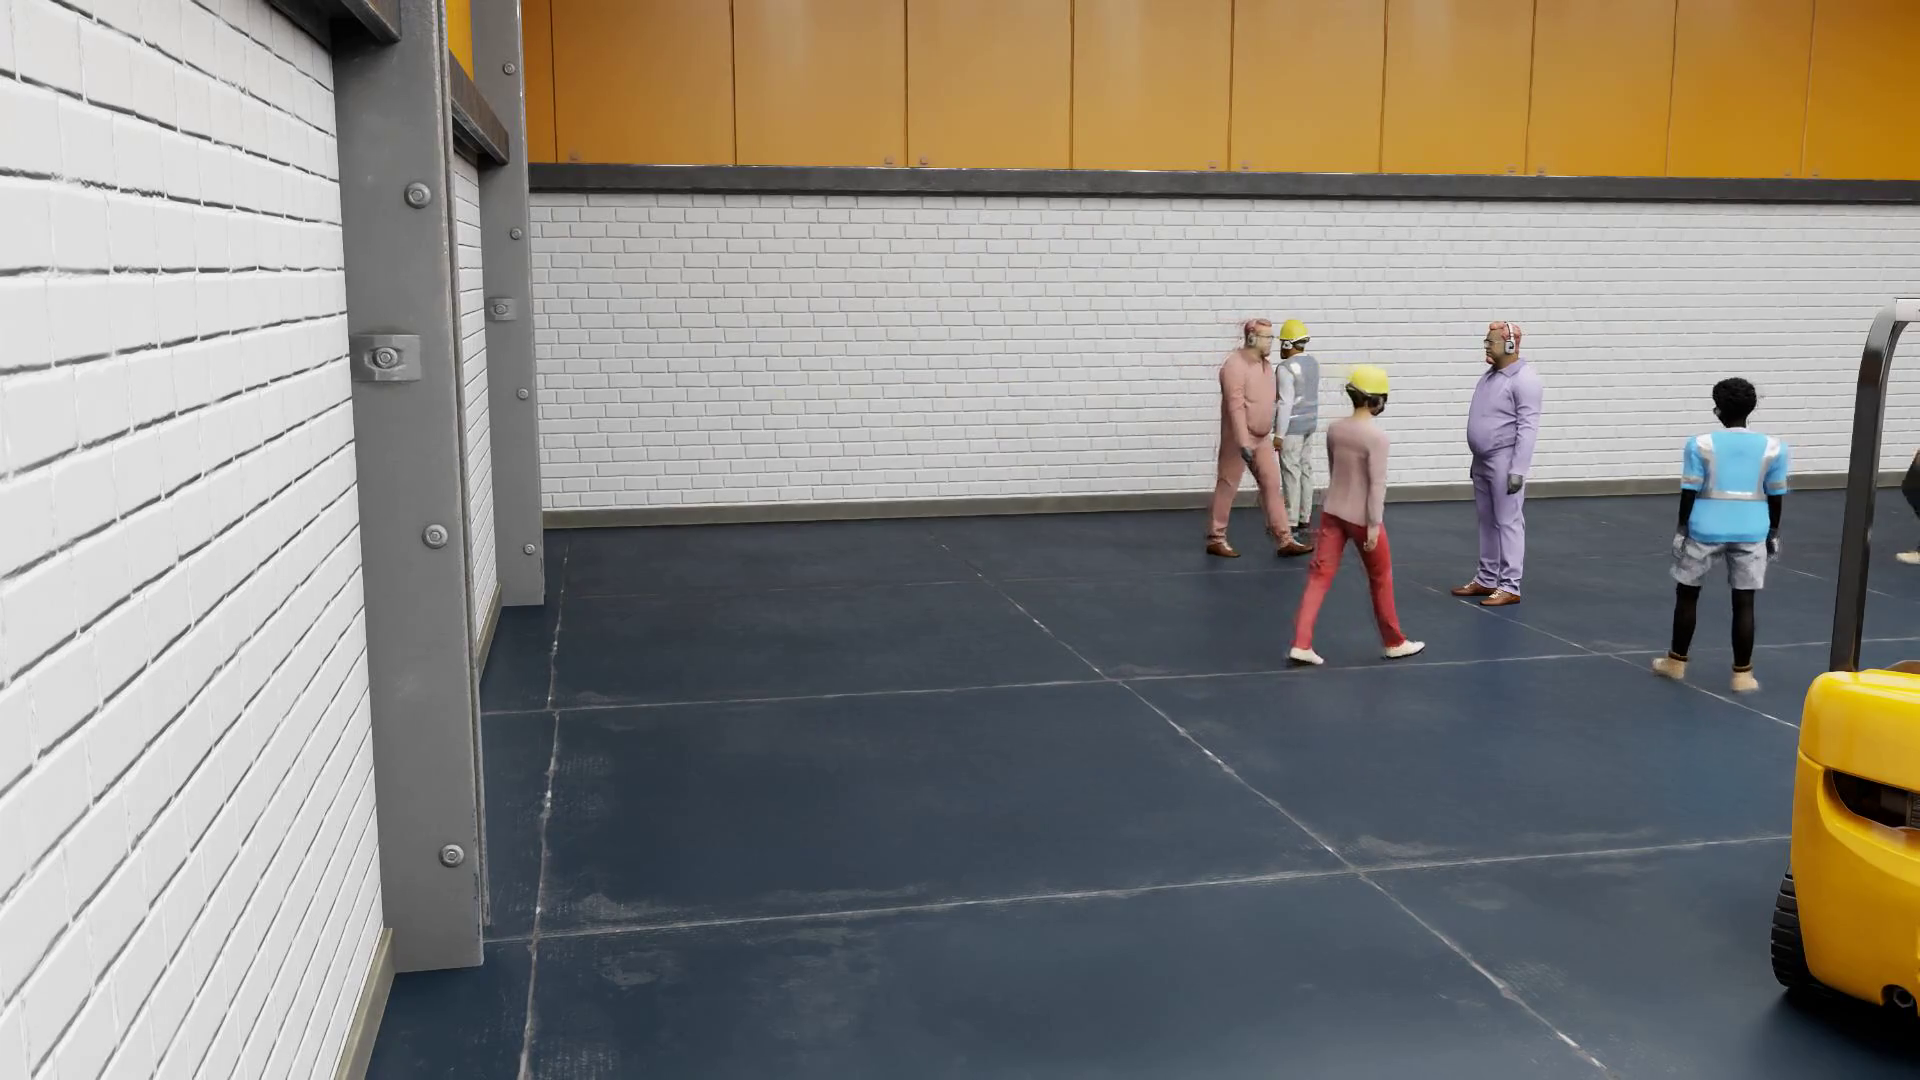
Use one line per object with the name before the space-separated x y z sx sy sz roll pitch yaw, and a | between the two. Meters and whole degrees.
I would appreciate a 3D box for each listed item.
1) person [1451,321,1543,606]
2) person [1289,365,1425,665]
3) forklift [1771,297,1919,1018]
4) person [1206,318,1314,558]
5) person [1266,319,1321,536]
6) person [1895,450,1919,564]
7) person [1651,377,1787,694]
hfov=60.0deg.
person | 3.614 -0.514 11.211 0.406 1.911 0.639 -2 9 -11
person | 2.256 -0.135 9.476 0.900 1.720 0.535 -6 11 -30
forklift | 3.542 0.334 5.177 2.313 2.155 1.214 -9 13 -43
person | 2.320 -0.762 12.852 0.926 1.869 0.660 9 13 43
person | 2.809 -0.946 14.070 0.404 1.834 0.591 8 12 39
person | 7.379 -0.710 12.618 0.388 1.835 0.550 6 11 30
person | 4.097 -0.027 8.934 0.594 1.687 0.464 2 9 9
